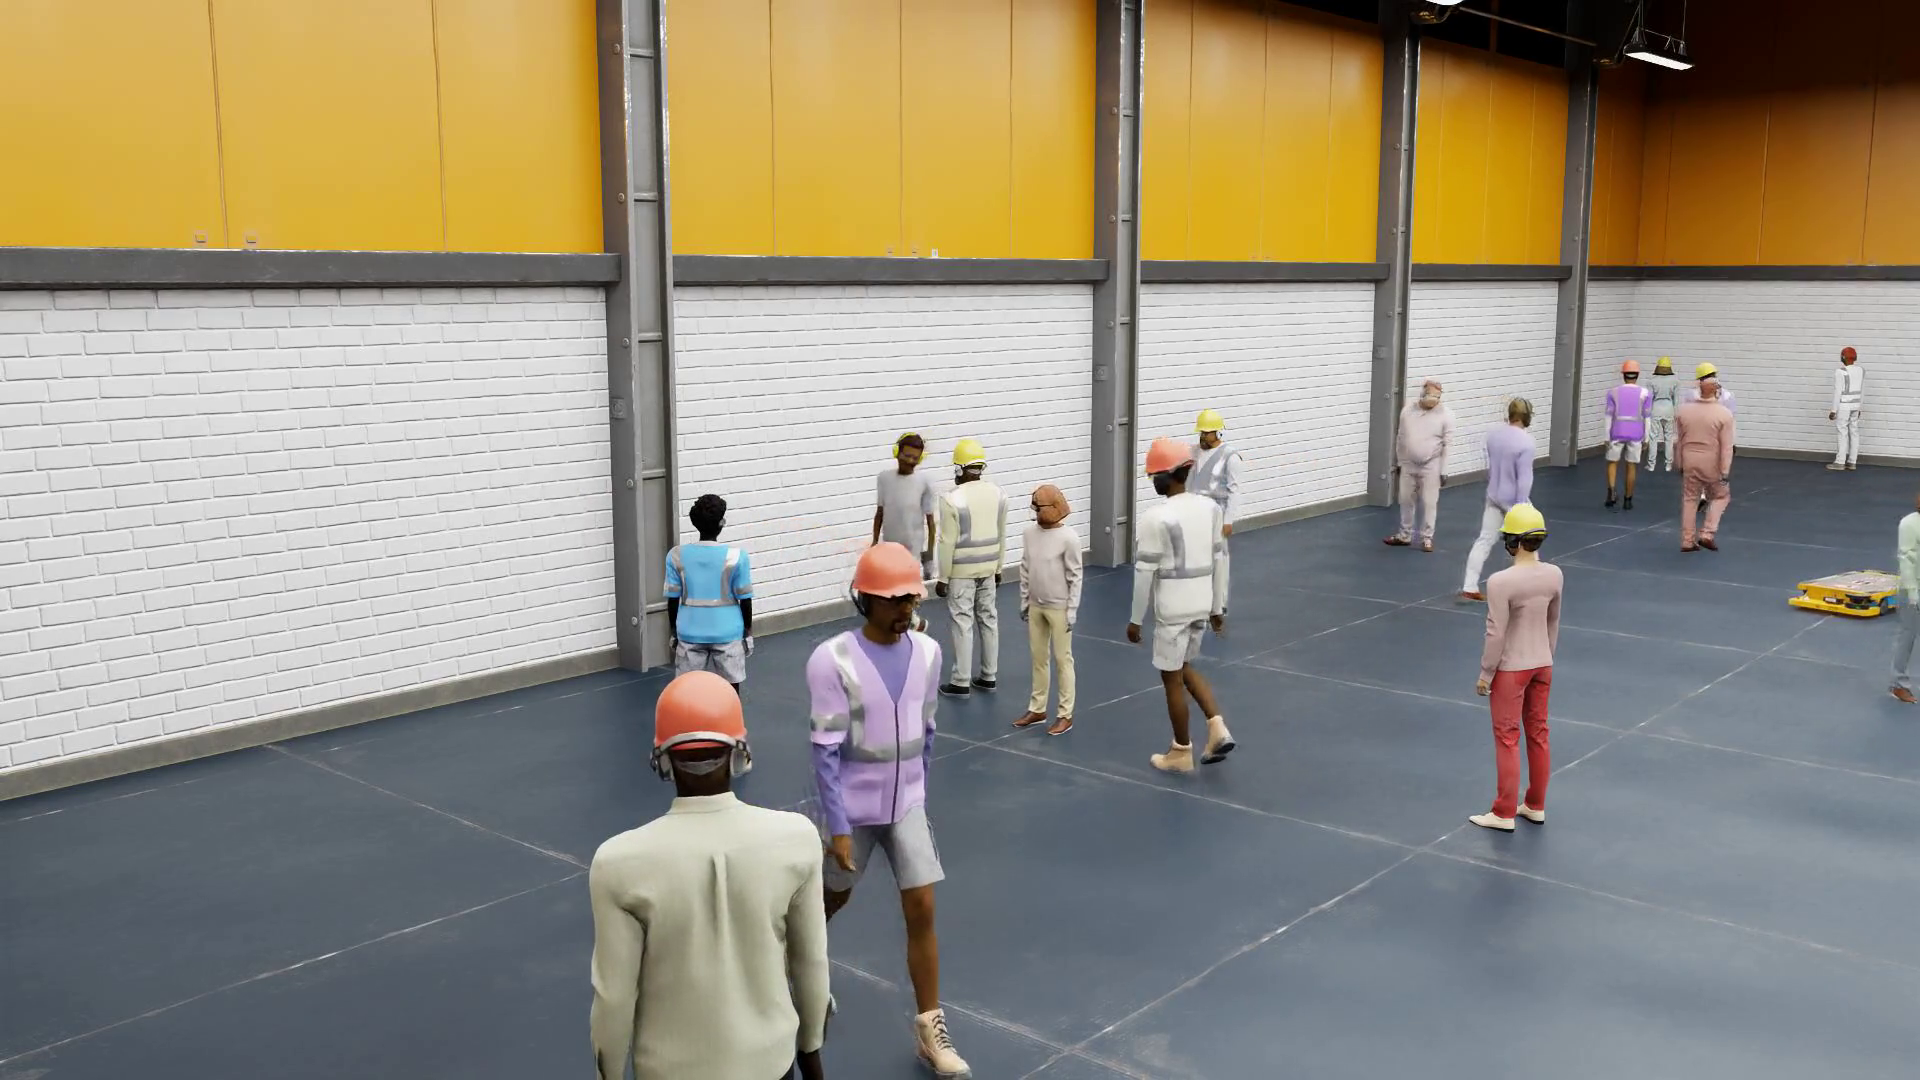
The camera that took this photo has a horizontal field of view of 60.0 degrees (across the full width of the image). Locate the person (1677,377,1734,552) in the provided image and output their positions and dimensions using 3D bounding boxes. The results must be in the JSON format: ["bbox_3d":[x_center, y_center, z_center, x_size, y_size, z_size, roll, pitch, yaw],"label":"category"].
[{"bbox_3d":[8.012,-0.800,17.845,0.477,1.890,0.674,-6,11,-35],"label":"person"}]

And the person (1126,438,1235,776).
[{"bbox_3d":[1.300,0.409,9.853,0.623,2.018,0.541,-8,12,-42],"label":"person"}]

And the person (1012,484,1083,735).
[{"bbox_3d":[0.580,0.447,10.828,0.285,1.631,0.501,-8,12,-42],"label":"person"}]

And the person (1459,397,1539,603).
[{"bbox_3d":[4.999,-0.348,15.058,1.049,1.886,0.648,-4,10,-24],"label":"person"}]

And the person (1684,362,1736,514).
[{"bbox_3d":[9.319,-1.260,20.713,0.689,1.893,0.414,2,9,12],"label":"person"}]

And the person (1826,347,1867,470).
[{"bbox_3d":[13.577,-2.011,25.471,0.576,1.886,0.362,-3,10,-18],"label":"person"}]

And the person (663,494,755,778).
[{"bbox_3d":[-1.474,0.571,9.854,0.542,1.694,0.316,1,9,6],"label":"person"}]

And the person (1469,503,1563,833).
[{"bbox_3d":[2.990,0.684,8.926,0.524,1.769,0.308,-5,10,-29],"label":"person"}]

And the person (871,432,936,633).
[{"bbox_3d":[-0.396,0.085,12.470,0.545,1.834,0.651,5,10,29],"label":"person"}]

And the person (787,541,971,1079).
[{"bbox_3d":[-0.339,0.977,6.400,0.606,2.001,1.077,-6,11,-32],"label":"person"}]

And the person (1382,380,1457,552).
[{"bbox_3d":[4.968,-0.800,17.930,0.753,1.870,0.474,8,12,41],"label":"person"}]

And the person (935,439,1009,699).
[{"bbox_3d":[0.064,0.202,11.741,0.586,1.833,0.404,-7,12,-39],"label":"person"}]

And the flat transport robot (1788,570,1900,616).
[{"bbox_3d":[8.143,0.468,14.960,1.431,0.197,0.652,-7,11,-36],"label":"flat transport robot"}]

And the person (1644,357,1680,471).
[{"bbox_3d":[10.690,-1.921,25.353,0.485,1.744,0.295,2,9,11],"label":"person"}]

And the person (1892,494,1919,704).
[{"bbox_3d":[6.678,0.367,11.405,0.509,1.610,0.627,-1,9,-4],"label":"person"}]

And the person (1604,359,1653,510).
[{"bbox_3d":[8.444,-1.326,21.041,0.552,1.929,0.493,4,10,24],"label":"person"}]

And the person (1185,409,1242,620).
[{"bbox_3d":[2.148,-0.224,14.435,0.404,1.828,0.587,-8,12,-41],"label":"person"}]

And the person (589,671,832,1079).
[{"bbox_3d":[-0.635,1.316,4.249,0.621,1.989,0.398,-4,10,-24],"label":"person"}]
